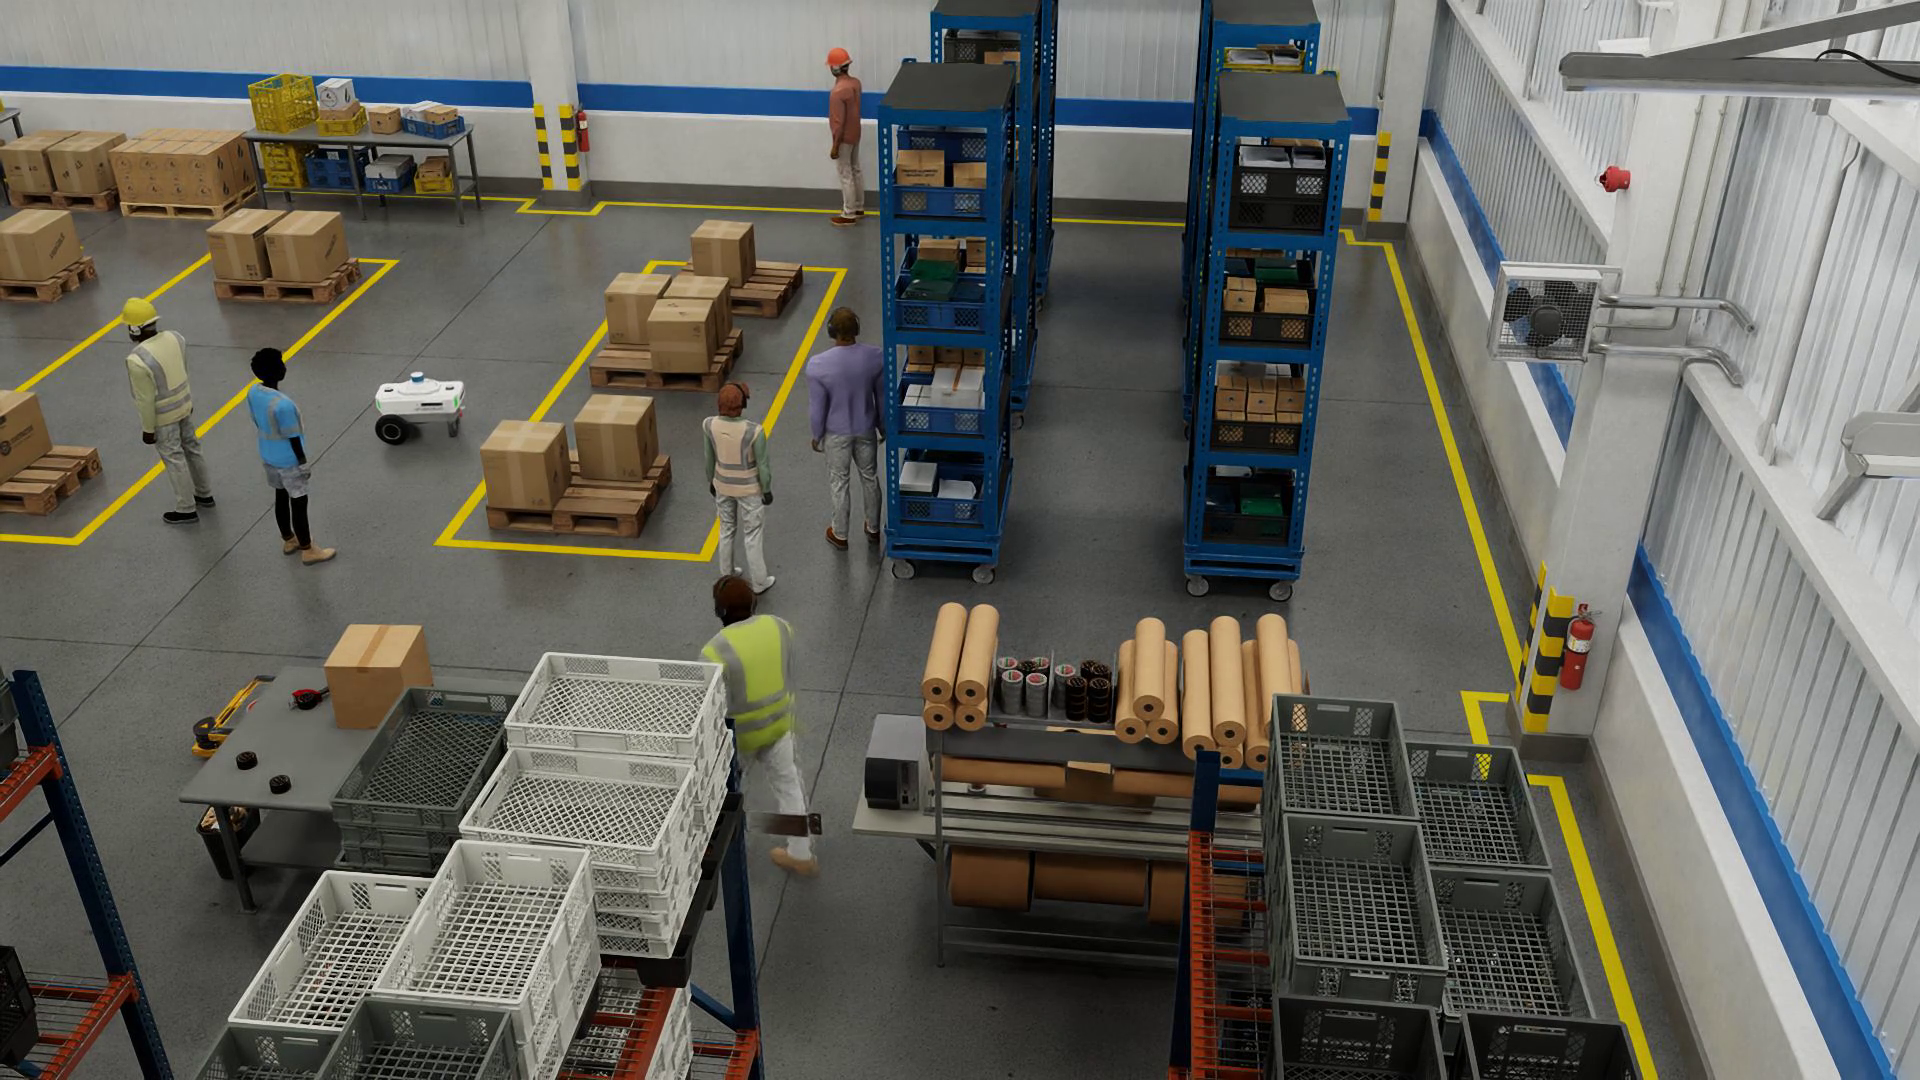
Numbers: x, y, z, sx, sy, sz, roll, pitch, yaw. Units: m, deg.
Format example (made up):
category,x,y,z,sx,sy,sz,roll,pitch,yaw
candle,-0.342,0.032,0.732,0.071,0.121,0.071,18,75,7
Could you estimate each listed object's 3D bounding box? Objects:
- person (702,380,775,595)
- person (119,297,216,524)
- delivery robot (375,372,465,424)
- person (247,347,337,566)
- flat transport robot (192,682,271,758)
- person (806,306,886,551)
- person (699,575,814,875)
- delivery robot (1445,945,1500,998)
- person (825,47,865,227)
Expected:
category,x,y,z,sx,sy,sz,roll,pitch,yaw
person,-1.590,-0.371,11.944,0.518,1.633,0.312,13,33,21
person,-6.130,-1.000,12.822,0.403,1.833,0.591,5,31,8
delivery robot,-4.647,-1.211,14.356,0.707,0.478,0.477,-2,30,-4
person,-4.989,-0.625,12.309,0.539,1.695,0.319,24,38,35
flat transport robot,-4.089,1.163,10.648,1.431,0.197,0.652,3,30,6
person,-0.828,-0.827,12.425,0.630,1.937,0.373,-11,32,-18
person,-1.202,1.038,9.389,0.657,1.770,0.955,-26,39,-37
delivery robot,2.601,2.086,8.693,0.477,0.478,0.707,-3,30,-5
person,-1.308,-4.543,18.751,0.399,1.989,0.623,11,32,18
